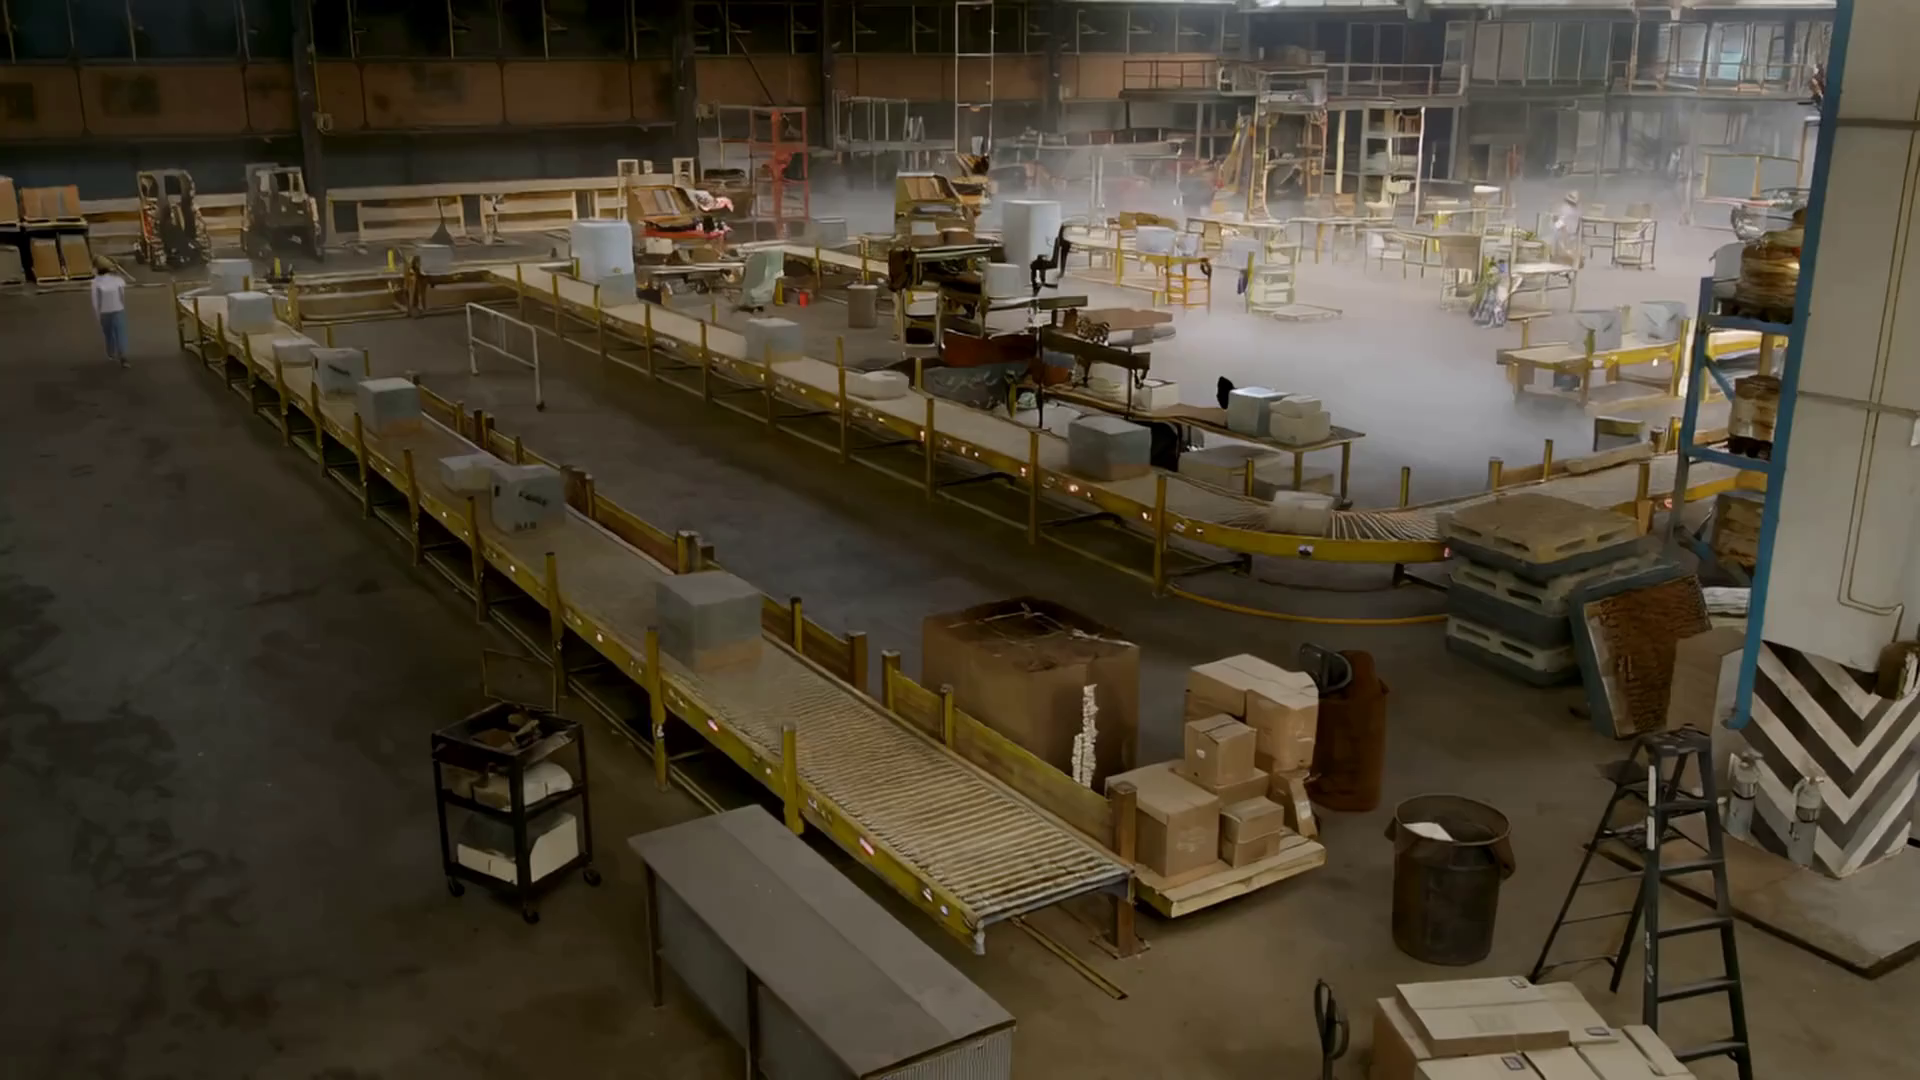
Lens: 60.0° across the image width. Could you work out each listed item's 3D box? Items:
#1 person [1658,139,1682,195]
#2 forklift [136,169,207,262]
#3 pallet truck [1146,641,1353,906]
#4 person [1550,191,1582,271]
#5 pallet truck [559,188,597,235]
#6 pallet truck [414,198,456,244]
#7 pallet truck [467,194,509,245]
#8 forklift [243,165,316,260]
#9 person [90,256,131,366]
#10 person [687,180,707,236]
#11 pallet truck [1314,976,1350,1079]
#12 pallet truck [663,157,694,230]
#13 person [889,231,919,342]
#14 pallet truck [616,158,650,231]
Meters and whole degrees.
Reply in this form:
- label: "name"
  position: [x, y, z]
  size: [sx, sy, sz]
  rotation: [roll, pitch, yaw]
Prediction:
- label: "person"
  position: [23.569, -12.340, 55.068]
  size: [0.561, 1.834, 0.508]
  rotation: [4, 17, 14]
- label: "forklift"
  position: [-17.842, -7.318, 37.559]
  size: [1.157, 1.987, 2.680]
  rotation: [-10, 20, -31]
- label: "pallet truck"
  position: [1.664, 1.407, 10.232]
  size: [1.630, 1.274, 0.653]
  rotation: [-10, 20, -31]
- label: "person"
  position: [13.410, -6.858, 36.939]
  size: [0.952, 1.769, 0.616]
  rotation: [15, 22, 41]
- label: "pallet truck"
  position: [-10.010, -8.652, 43.699]
  size: [0.653, 1.274, 1.630]
  rotation: [-10, 20, -31]
- label: "pallet truck"
  position: [-13.250, -8.060, 41.856]
  size: [0.680, 1.201, 1.601]
  rotation: [-10, 20, -31]
- label: "pallet truck"
  position: [-11.983, -8.177, 42.137]
  size: [0.704, 1.261, 1.522]
  rotation: [-11, 20, -33]
- label: "forklift"
  position: [-15.898, -7.669, 38.708]
  size: [1.157, 1.987, 2.680]
  rotation: [-11, 20, -33]
- label: "person"
  position: [-13.350, -3.603, 26.202]
  size: [0.532, 1.729, 0.927]
  rotation: [-10, 19, -30]
- label: "person"
  position: [-5.757, -6.931, 36.748]
  size: [0.850, 2.023, 0.617]
  rotation: [-12, 20, -34]
- label: "pallet truck"
  position: [2.299, 2.390, 7.086]
  size: [1.601, 1.201, 0.680]
  rotation: [-2, 17, -7]
- label: "pallet truck"
  position: [-7.586, -9.308, 44.692]
  size: [0.823, 1.965, 1.885]
  rotation: [-11, 20, -33]
- label: "person"
  position: [-0.972, -4.255, 28.061]
  size: [0.399, 1.897, 0.642]
  rotation: [-15, 22, -40]
- label: "pallet truck"
  position: [-8.918, -9.176, 44.255]
  size: [0.823, 1.965, 1.885]
  rotation: [-9, 19, -27]
